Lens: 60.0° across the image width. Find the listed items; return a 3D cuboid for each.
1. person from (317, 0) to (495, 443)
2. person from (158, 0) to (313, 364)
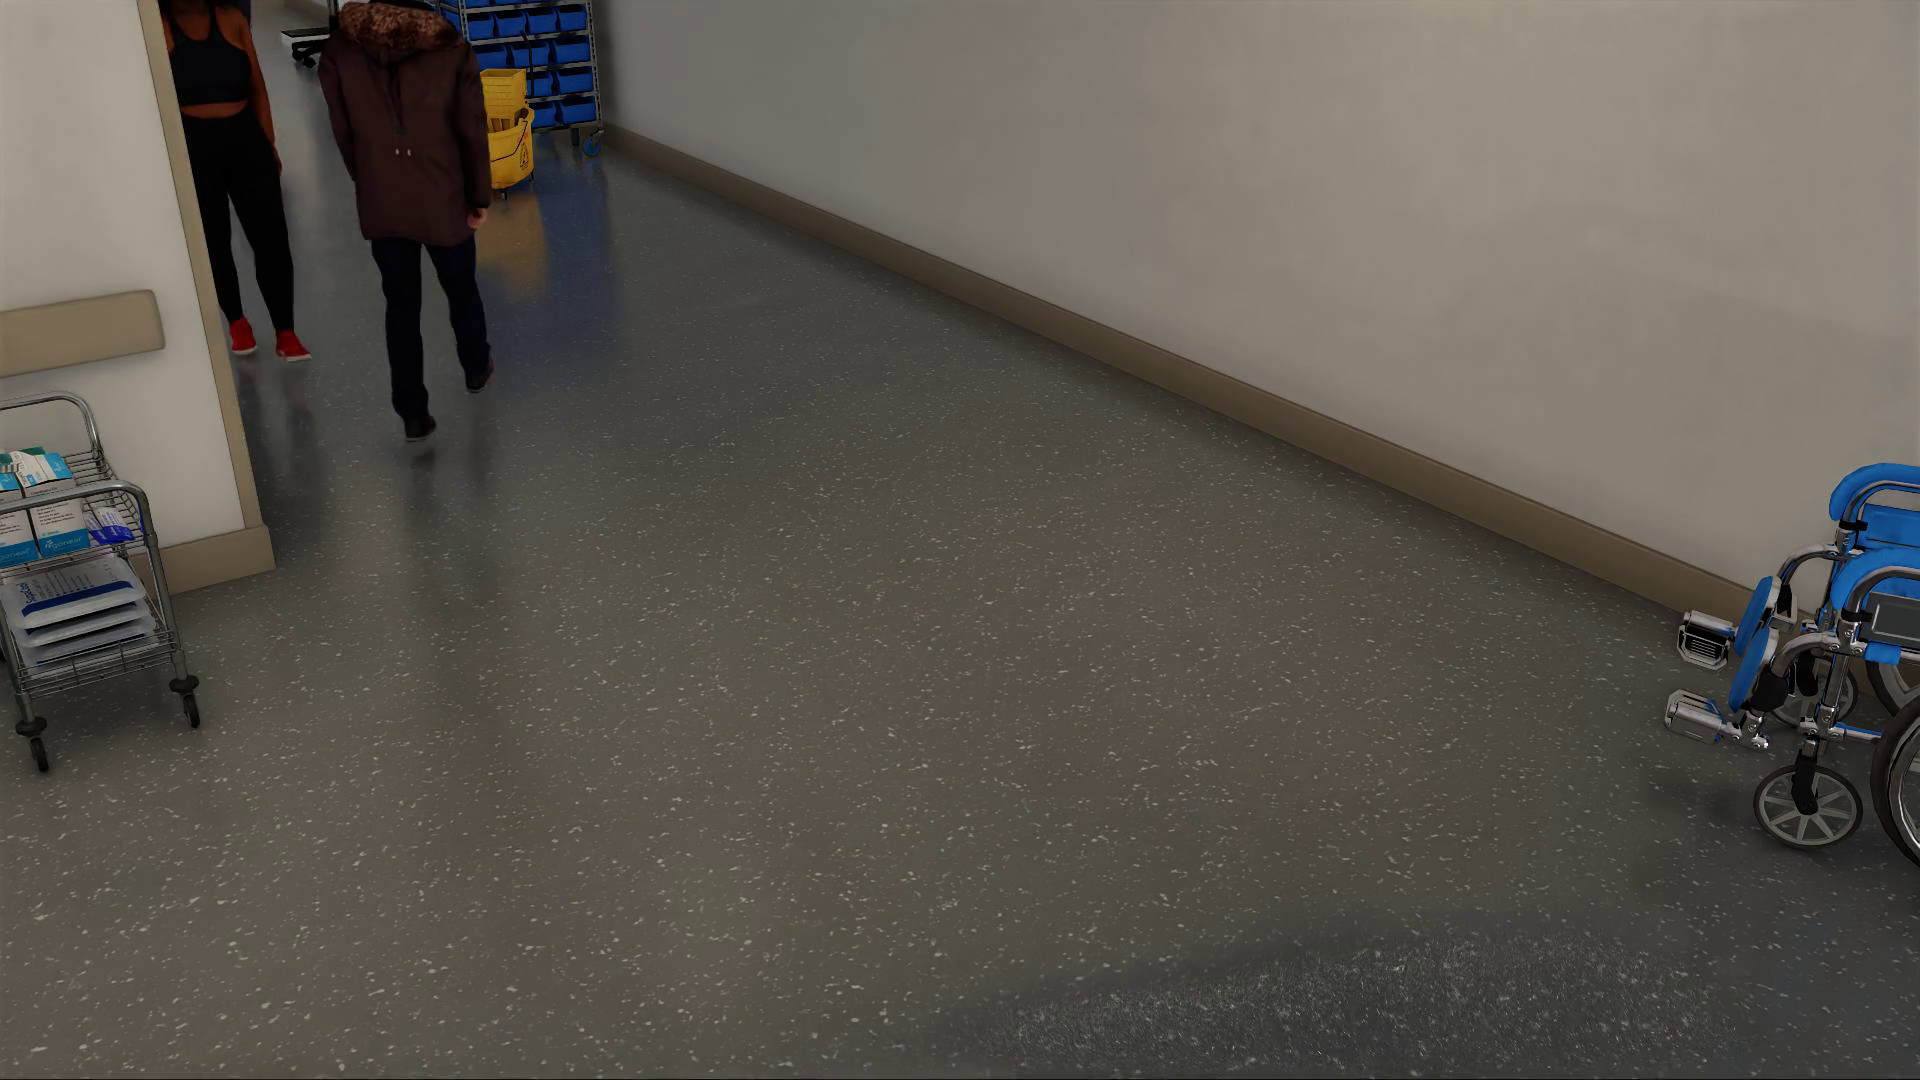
[{"bbox_3d":[-2.066,-1.242,6.240,1.235,1.800,1.144,-4,26,-7],"label":"person"},{"bbox_3d":[-3.200,-1.667,7.124,0.891,1.797,0.785,-14,29,-27],"label":"person"}]
